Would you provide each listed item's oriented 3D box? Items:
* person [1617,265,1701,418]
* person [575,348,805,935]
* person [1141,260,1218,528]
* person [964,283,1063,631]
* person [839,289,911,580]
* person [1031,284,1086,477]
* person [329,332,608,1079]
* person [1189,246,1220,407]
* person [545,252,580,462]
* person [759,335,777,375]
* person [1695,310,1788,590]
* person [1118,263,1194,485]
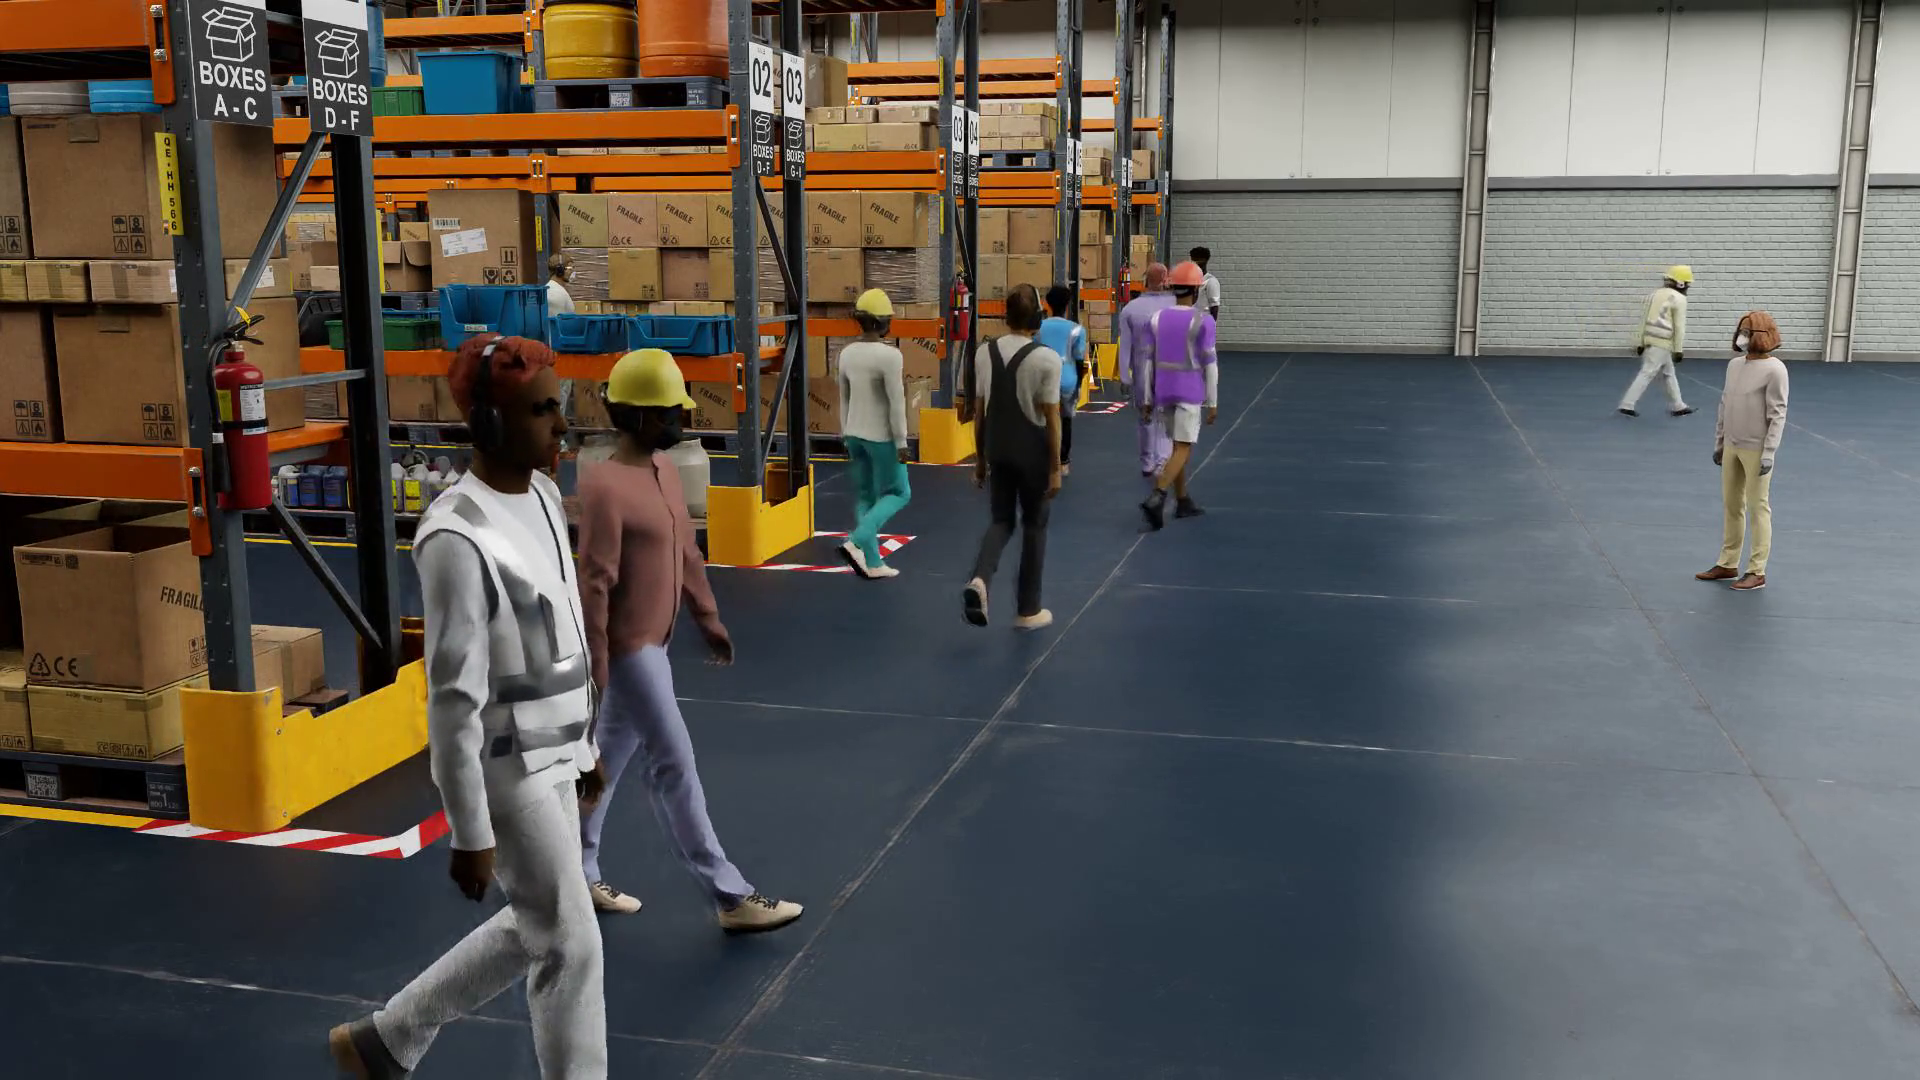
[{"bbox_3d":[8.008,-2.245,19.006,0.967,1.763,0.592,0,10,-1],"label":"person"},{"bbox_3d":[-0.846,0.309,4.879,0.871,1.724,0.536,1,10,8],"label":"person"},{"bbox_3d":[1.546,-1.043,11.926,0.554,1.909,0.912,8,13,39],"label":"person"},{"bbox_3d":[0.275,-0.404,8.565,0.527,1.826,0.585,6,12,31],"label":"person"},{"bbox_3d":[-0.535,-0.605,9.860,0.460,1.755,0.540,-10,14,-43],"label":"person"},{"bbox_3d":[0.796,-1.319,14.072,0.536,1.675,0.740,1,10,7],"label":"person"},{"bbox_3d":[-0.985,0.491,3.519,0.749,1.862,0.591,0,10,0],"label":"person"},{"bbox_3d":[2.961,-2.628,20.502,0.361,1.964,0.617,-4,11,-20],"label":"person"},{"bbox_3d":[-3.703,-1.684,15.382,0.364,1.934,0.625,-3,11,-14],"label":"person"},{"bbox_3d":[-2.269,-2.475,19.482,0.403,2.035,0.607,3,11,17],"label":"person"},{"bbox_3d":[4.624,-0.529,9.788,0.281,1.636,0.500,-2,11,-13],"label":"person"},{"bbox_3d":[1.672,-1.407,14.074,0.648,1.864,0.955,2,10,10],"label":"person"}]
